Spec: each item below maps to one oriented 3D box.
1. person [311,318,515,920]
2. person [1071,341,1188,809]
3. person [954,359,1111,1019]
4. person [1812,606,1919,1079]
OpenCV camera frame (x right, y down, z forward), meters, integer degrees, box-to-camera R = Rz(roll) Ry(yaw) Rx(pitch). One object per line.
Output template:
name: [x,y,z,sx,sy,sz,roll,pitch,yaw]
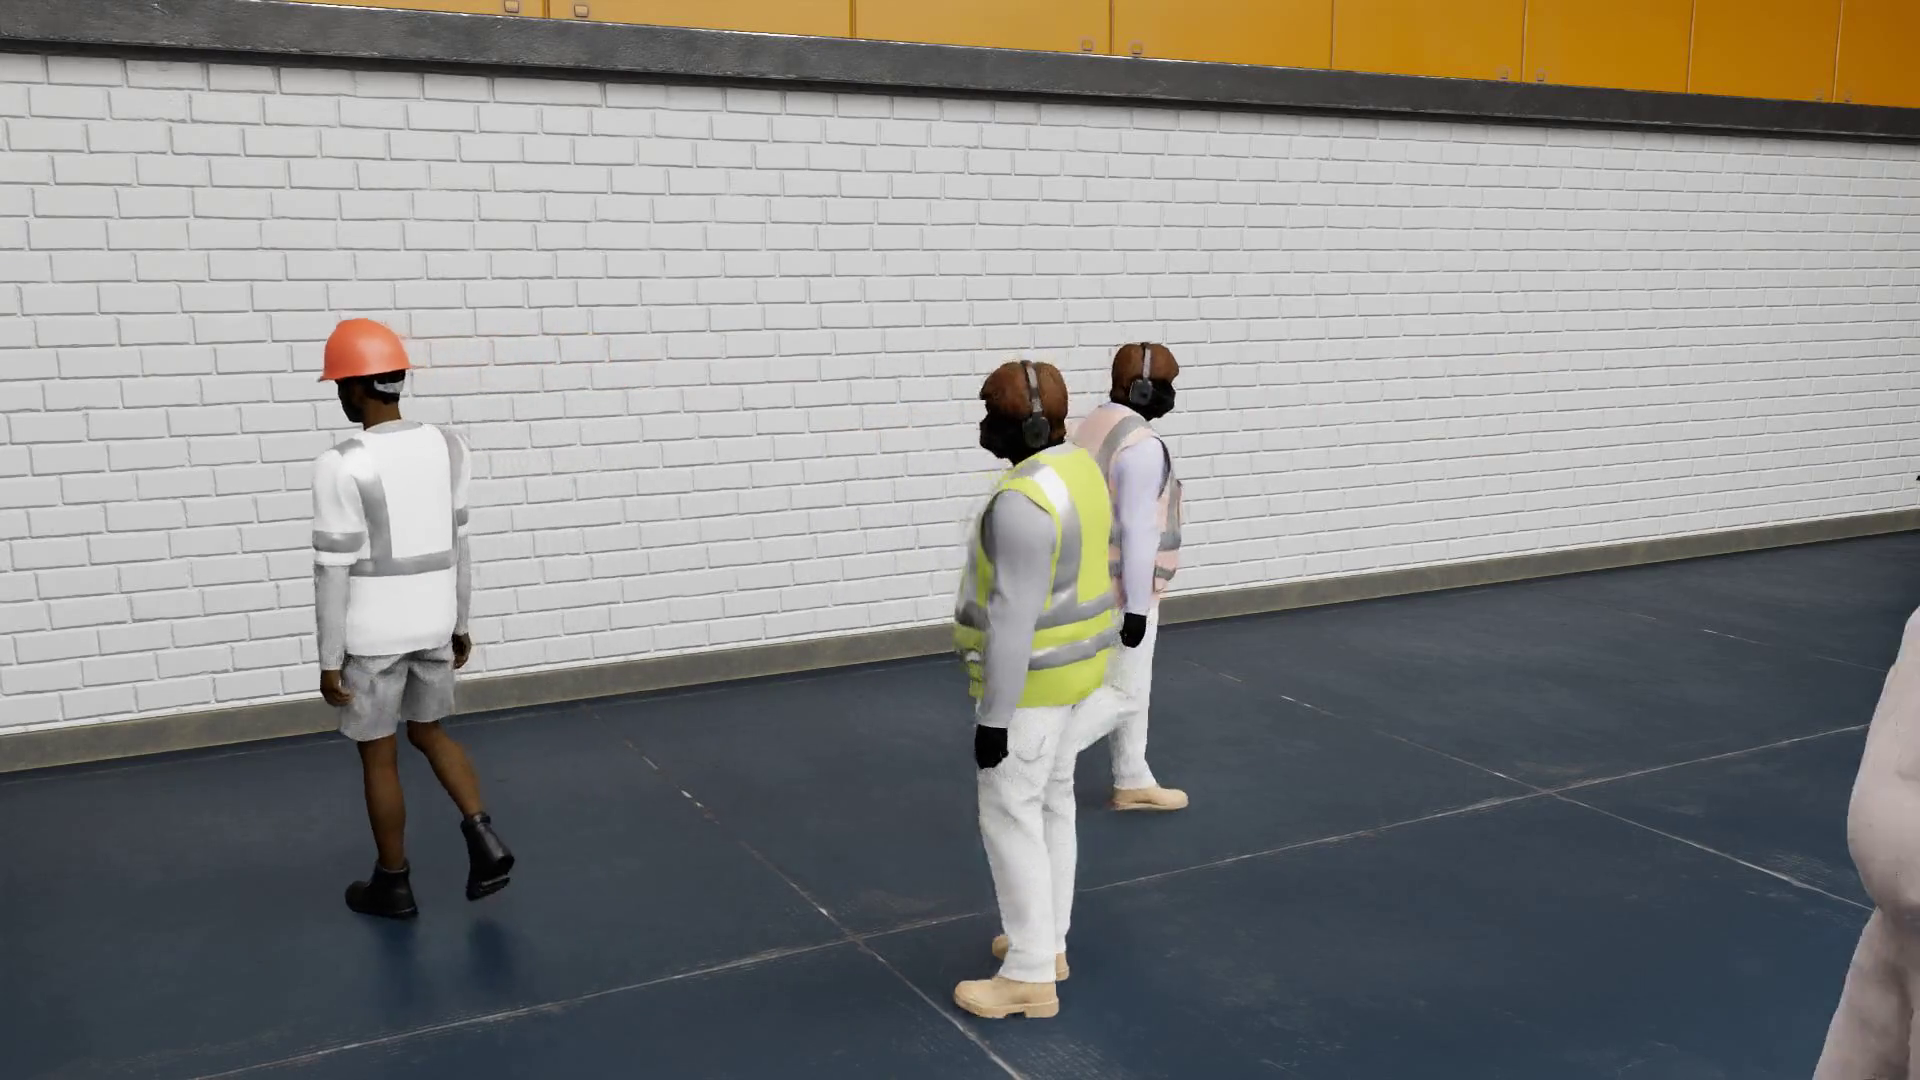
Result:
person: [-1.734,0.276,5.179,0.558,1.924,0.573,7,12,33]
person: [0.506,0.174,6.115,0.722,1.813,0.660,-2,10,-13]
person: [0.198,0.414,4.698,0.430,1.828,0.670,4,11,24]
person: [1.759,0.701,2.838,0.476,1.887,0.666,2,10,13]
